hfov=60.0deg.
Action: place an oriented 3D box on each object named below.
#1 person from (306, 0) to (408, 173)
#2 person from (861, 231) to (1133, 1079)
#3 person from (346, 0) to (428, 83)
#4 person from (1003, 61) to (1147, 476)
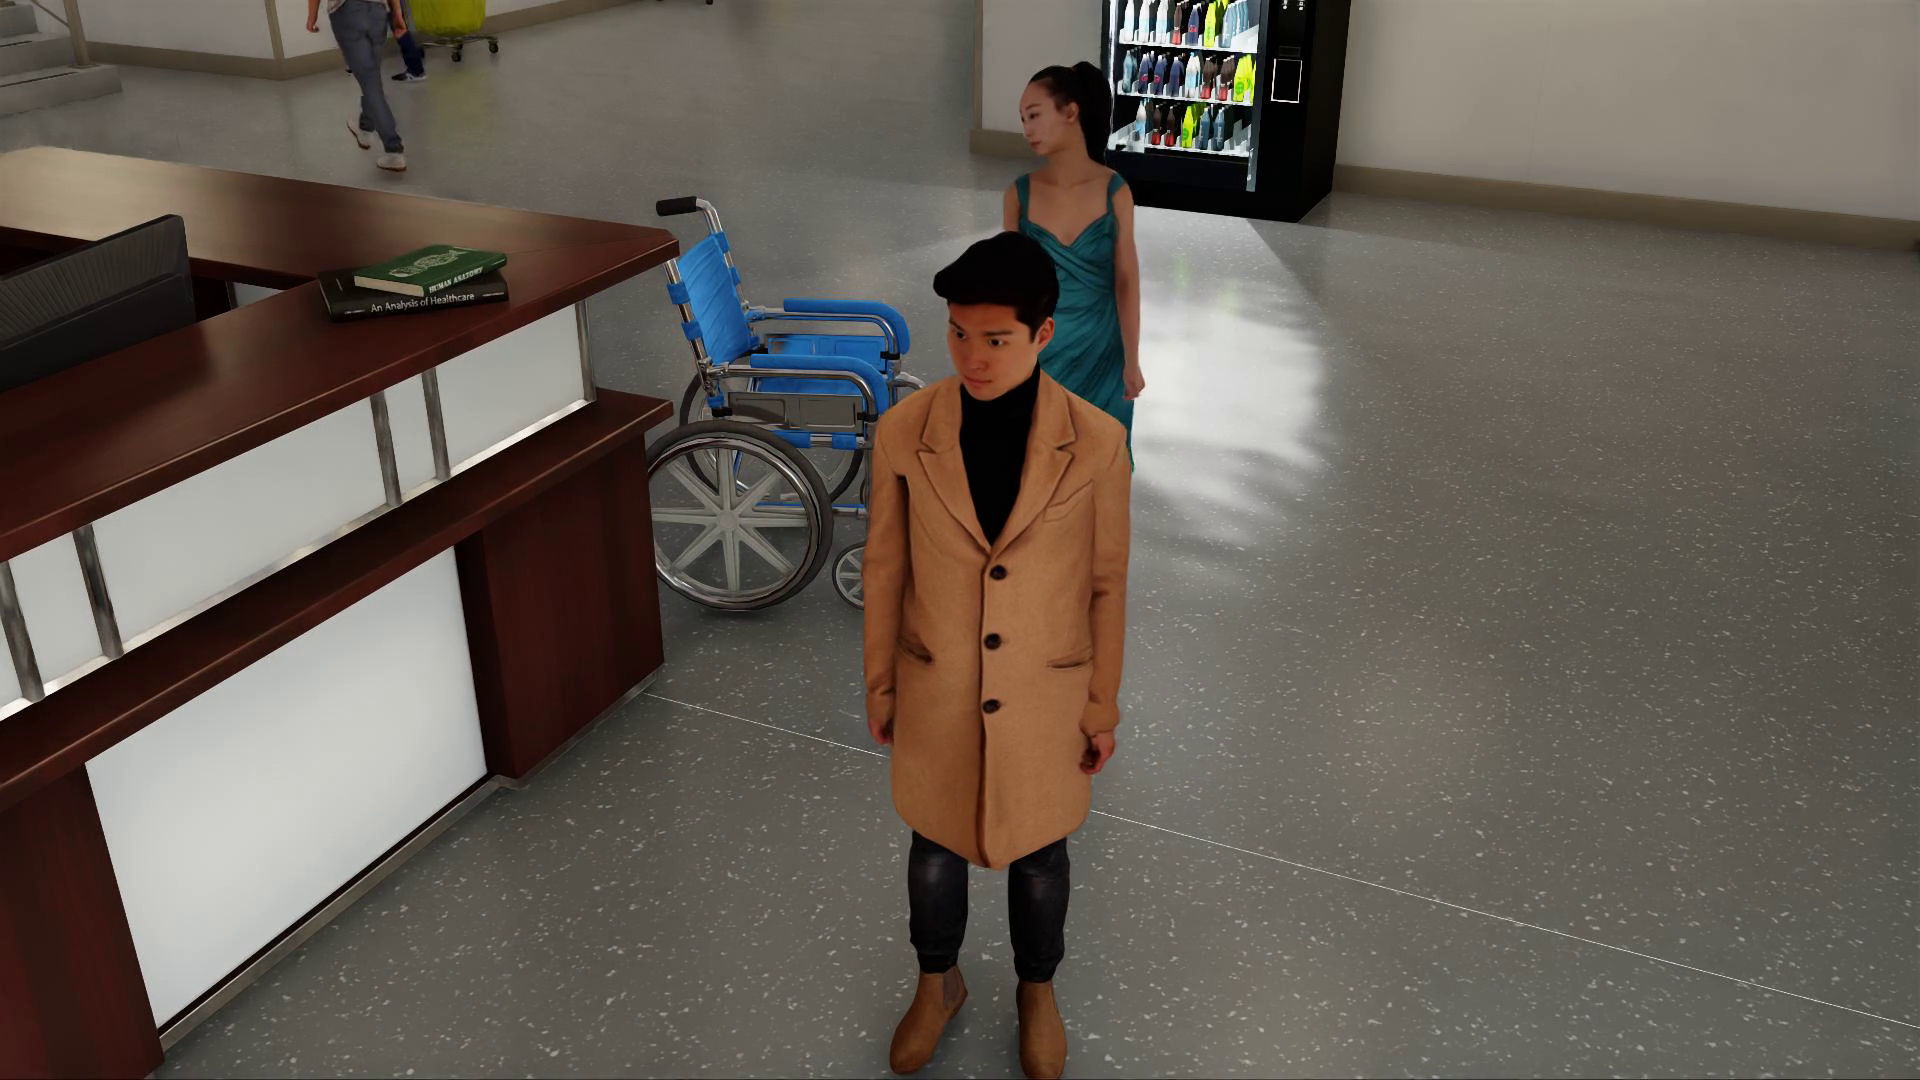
[{"bbox_3d":[-3.617,-3.161,10.112,1.254,1.846,0.932,23,34,40],"label":"person"},{"bbox_3d":[0.067,0.248,3.131,0.654,1.726,0.777,4,26,8],"label":"person"},{"bbox_3d":[-4.413,-4.358,12.943,0.935,1.543,0.849,-7,27,-13],"label":"person"},{"bbox_3d":[0.350,-0.525,4.850,0.791,1.667,0.737,4,26,9],"label":"person"}]
